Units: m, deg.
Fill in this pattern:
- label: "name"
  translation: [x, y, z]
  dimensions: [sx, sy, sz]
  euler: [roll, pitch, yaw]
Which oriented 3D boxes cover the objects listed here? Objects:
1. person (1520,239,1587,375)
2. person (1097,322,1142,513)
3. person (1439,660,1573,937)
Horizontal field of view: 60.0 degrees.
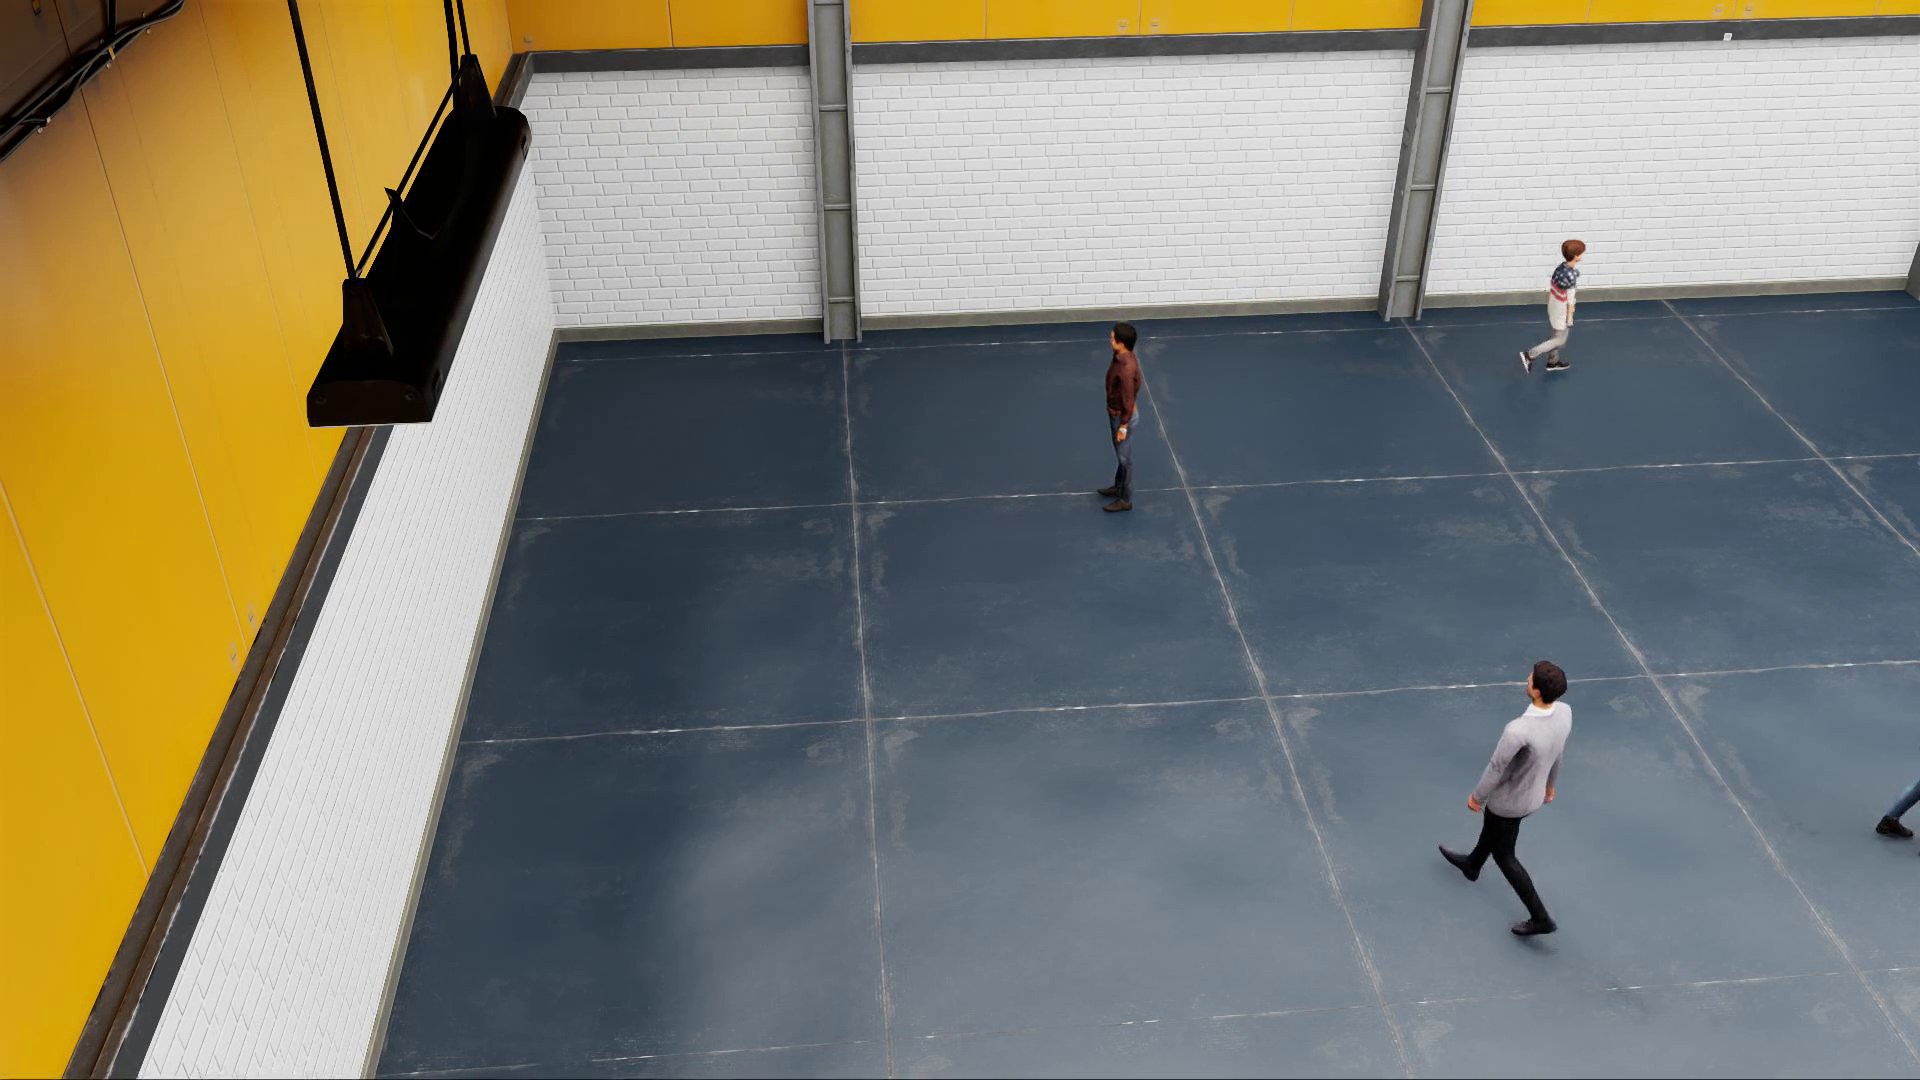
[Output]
- label: "person"
  translation: [5.892, -2.280, 16.441]
  dimensions: [0.795, 1.426, 0.518]
  euler: [-3, 34, -4]
- label: "person"
  translation: [1.408, -1.065, 14.296]
  dimensions: [0.512, 1.778, 0.642]
  euler: [-1, 34, -2]
- label: "person"
  translation: [3.467, 1.595, 10.171]
  dimensions: [1.275, 1.914, 1.232]
  euler: [-25, 41, -33]
